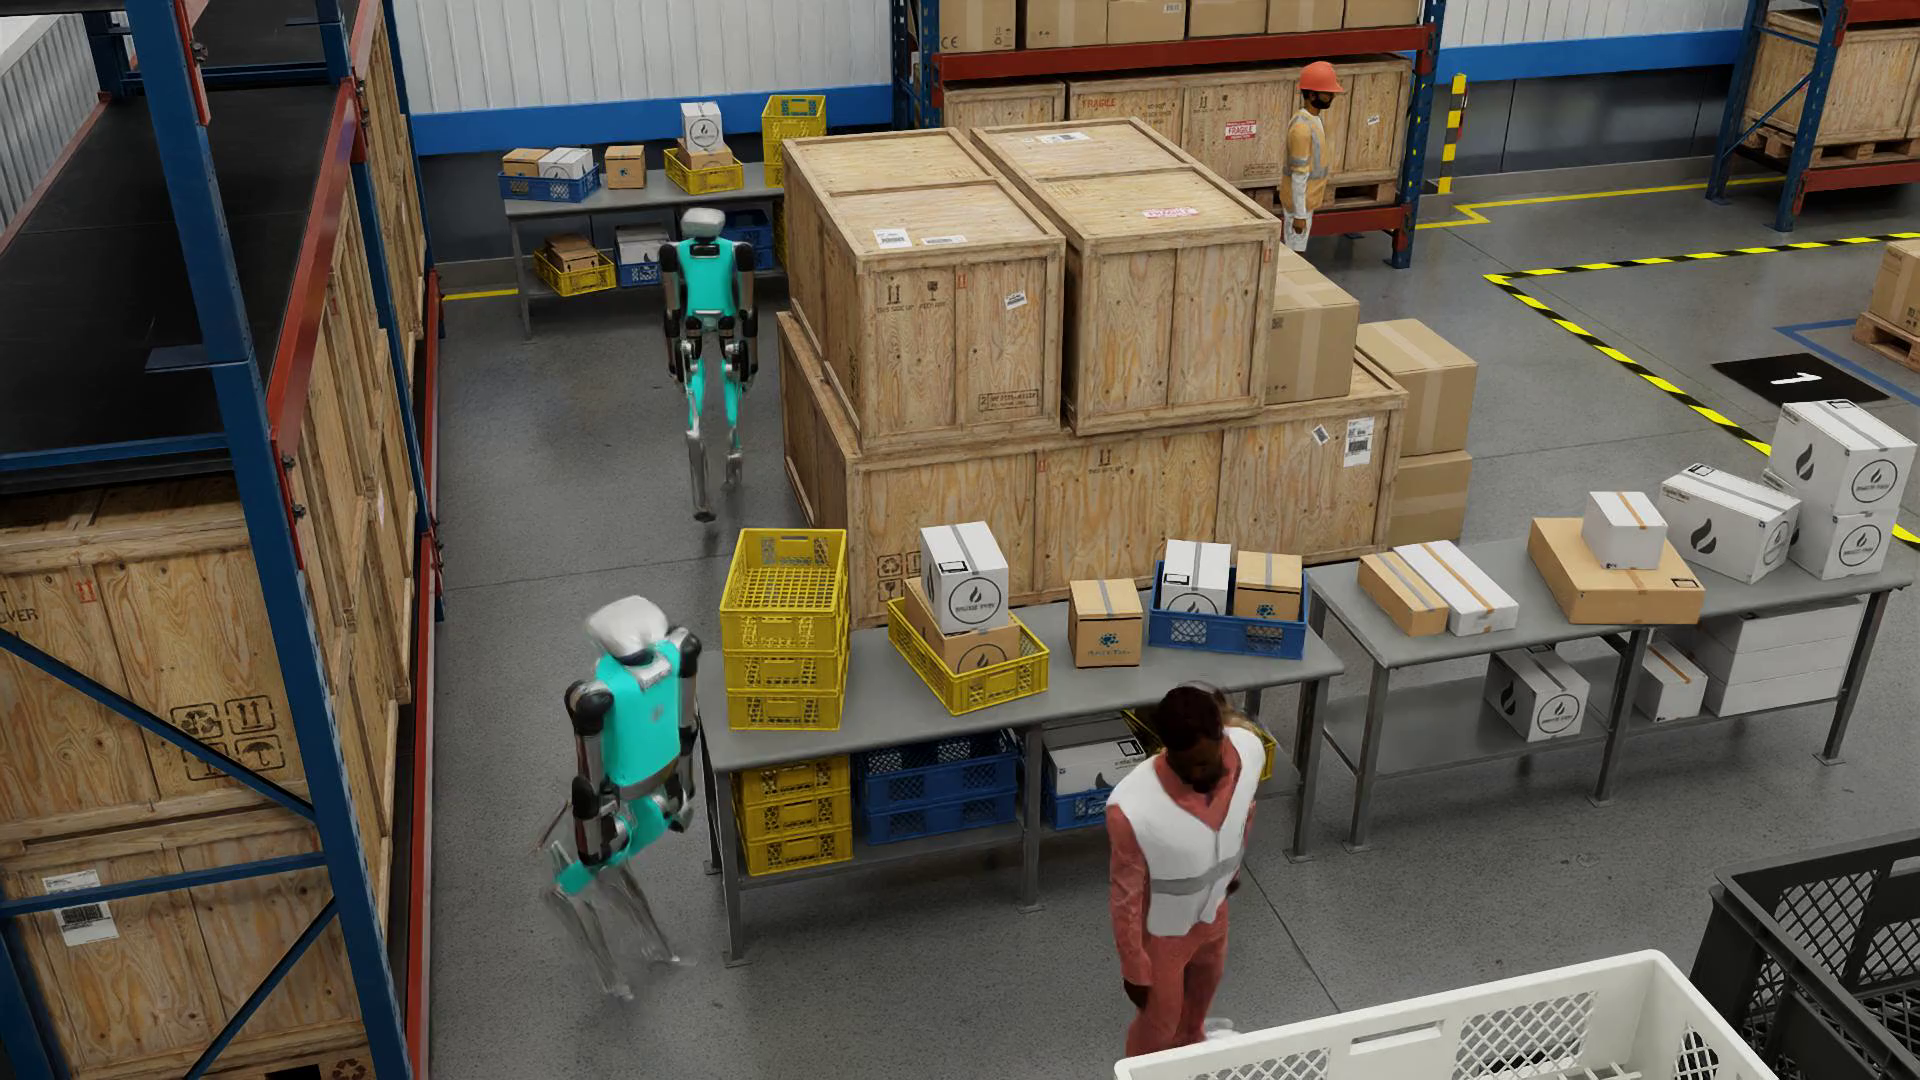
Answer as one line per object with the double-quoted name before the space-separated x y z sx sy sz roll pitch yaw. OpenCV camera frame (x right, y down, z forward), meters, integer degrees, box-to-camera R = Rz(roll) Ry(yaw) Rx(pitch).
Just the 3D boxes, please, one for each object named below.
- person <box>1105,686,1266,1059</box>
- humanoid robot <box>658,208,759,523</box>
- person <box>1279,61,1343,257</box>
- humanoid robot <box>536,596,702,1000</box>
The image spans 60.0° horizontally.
"person" 0.739 1.166 5.340 0.766 1.873 0.397 -22 36 -35
"humanoid robot" -1.402 -0.878 9.274 0.530 1.787 1.065 -1 29 -1
"person" 2.439 -2.399 11.743 0.355 1.937 0.548 8 30 14
"humanoid robot" -1.244 0.949 5.910 0.677 1.807 0.529 20 35 32
